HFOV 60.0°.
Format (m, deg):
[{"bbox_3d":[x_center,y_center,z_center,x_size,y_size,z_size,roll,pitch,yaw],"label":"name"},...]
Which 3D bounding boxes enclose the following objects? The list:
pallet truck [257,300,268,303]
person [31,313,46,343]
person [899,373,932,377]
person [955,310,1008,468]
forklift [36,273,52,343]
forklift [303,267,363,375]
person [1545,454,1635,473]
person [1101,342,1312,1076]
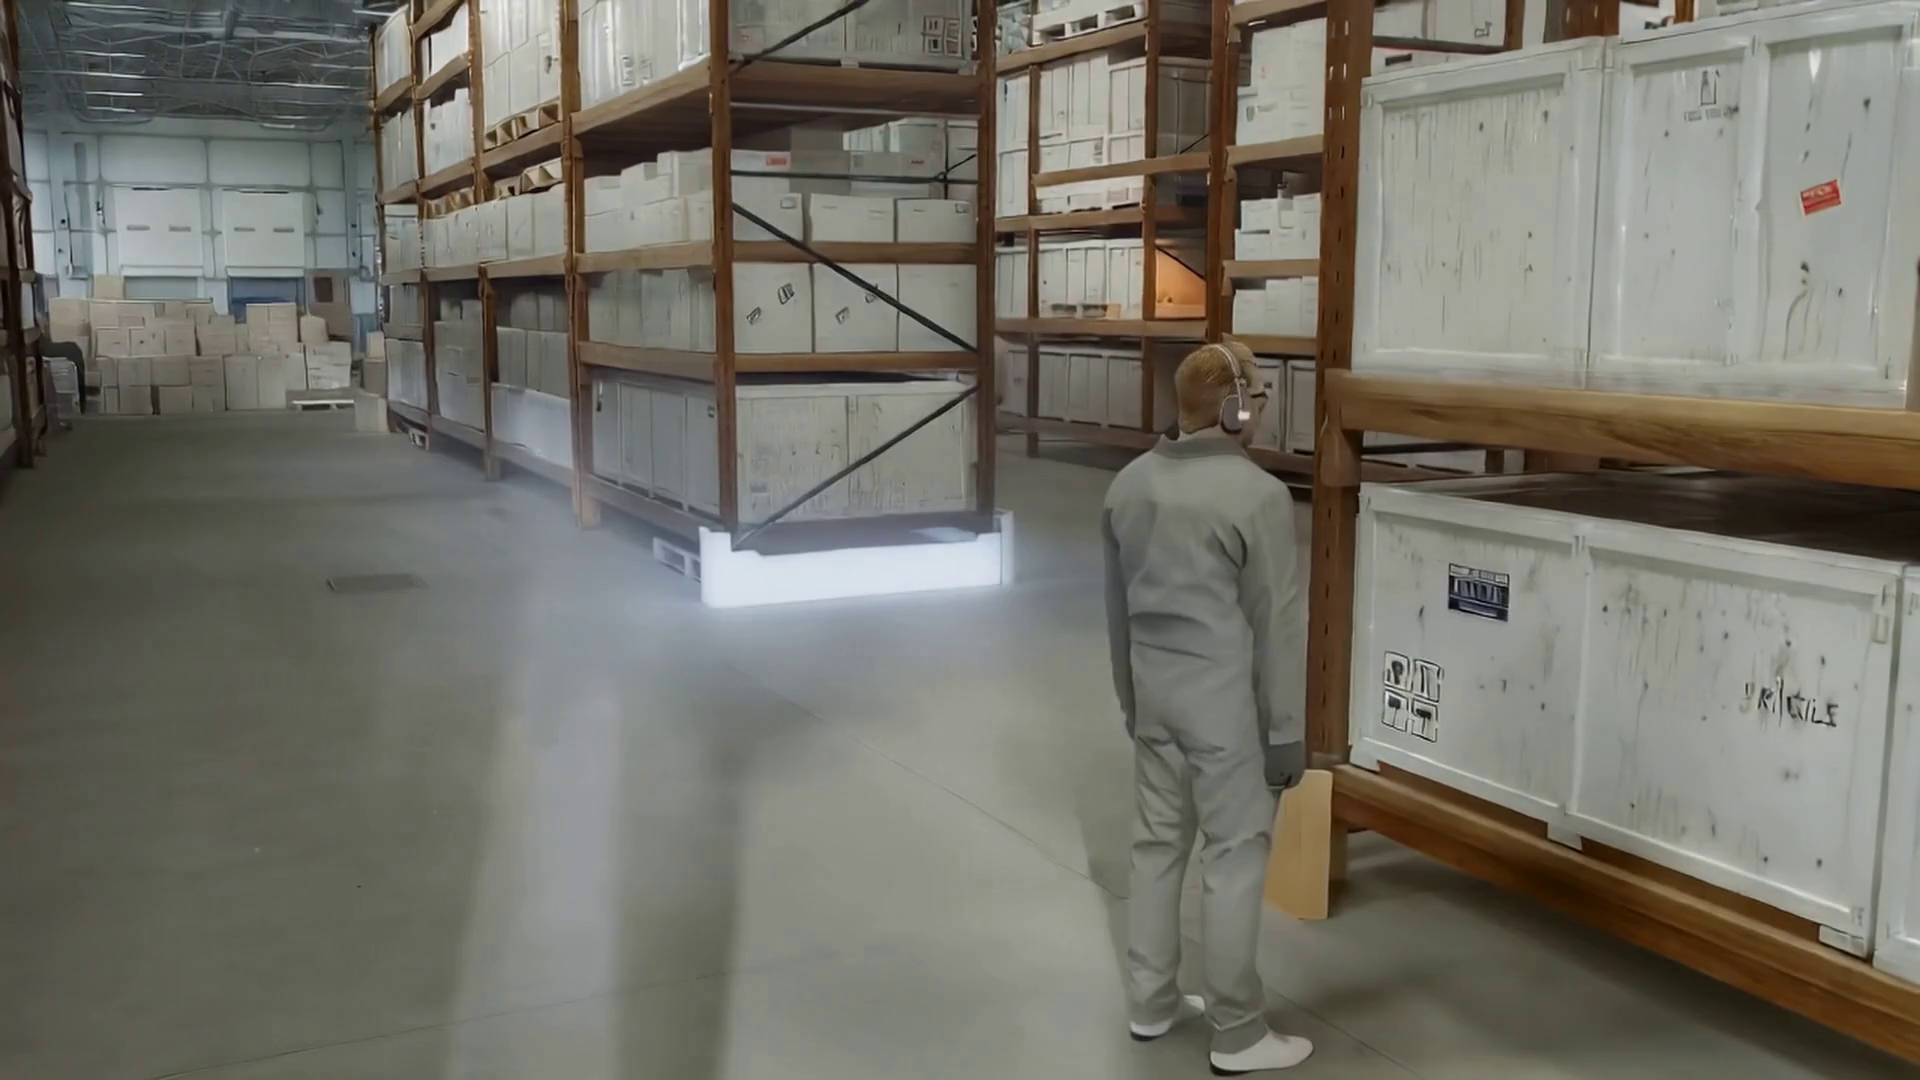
[{"bbox_3d":[-23.913,-7.404,58.171,1.885,1.965,0.823,-1,8,-9],"label":"pallet truck"},{"bbox_3d":[-26.655,-5.864,47.848,0.779,1.918,0.633,6,10,37],"label":"person"},{"bbox_3d":[-0.474,-1.084,15.642,0.530,1.690,0.319,5,10,30],"label":"person"},{"bbox_3d":[0.215,-1.749,19.535,0.673,1.883,0.703,-3,9,-17],"label":"person"},{"bbox_3d":[-28.341,-6.758,50.689,1.873,2.768,1.129,4,9,24],"label":"forklift"},{"bbox_3d":[-16.290,-5.598,42.694,1.129,2.768,1.873,1,8,7],"label":"forklift"},{"bbox_3d":[4.223,-0.606,11.148,0.613,2.041,0.388,6,10,34],"label":"person"},{"bbox_3d":[0.671,0.439,4.402,0.407,1.910,0.638,-7,11,-39],"label":"person"}]
